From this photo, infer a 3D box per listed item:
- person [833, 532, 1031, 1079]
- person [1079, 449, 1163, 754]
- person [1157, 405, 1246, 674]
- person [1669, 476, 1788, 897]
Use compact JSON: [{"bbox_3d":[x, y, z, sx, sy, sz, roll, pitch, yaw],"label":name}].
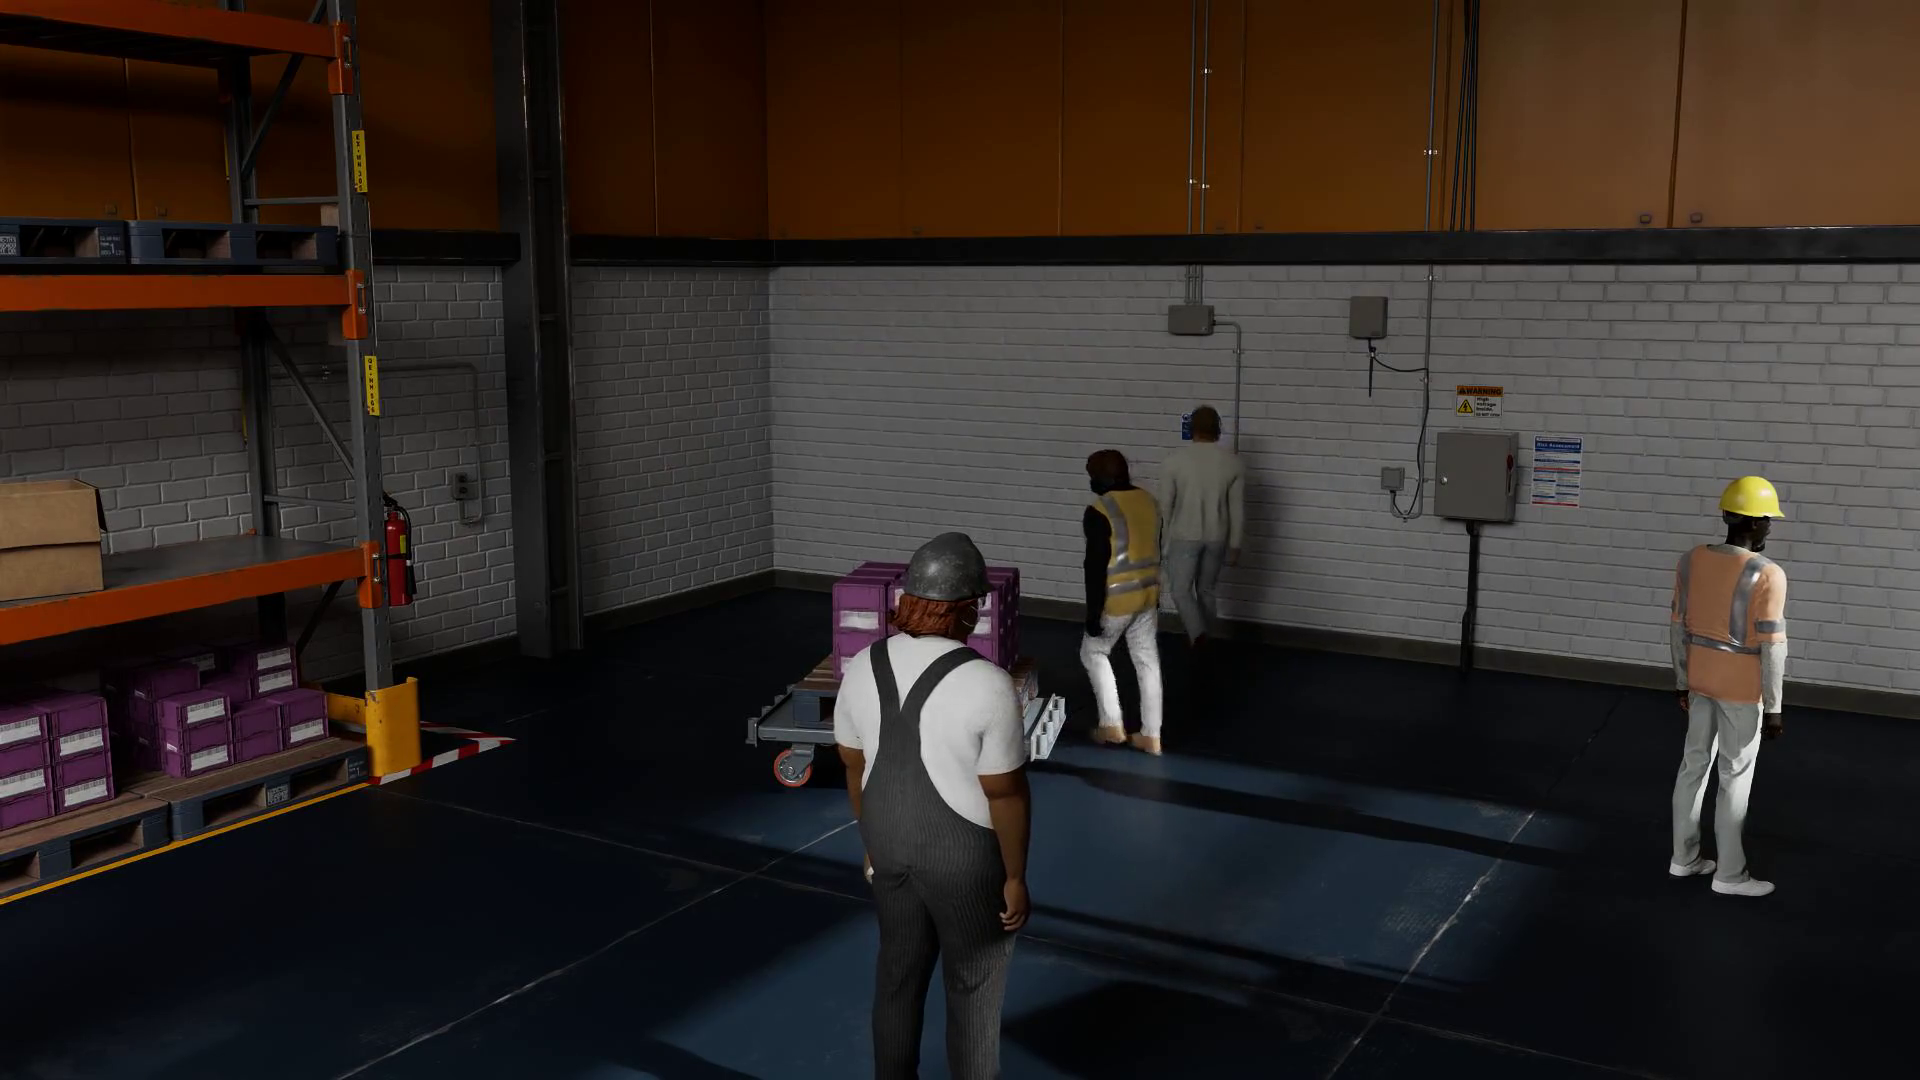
[{"bbox_3d":[-0.025,0.976,5.328,0.689,2.000,0.539,7,11,36],"label":"person"},{"bbox_3d":[0.955,0.364,9.875,0.726,1.801,0.615,-8,12,-42],"label":"person"},{"bbox_3d":[1.724,0.005,11.787,0.634,1.916,0.749,-2,9,-10],"label":"person"},{"bbox_3d":[3.538,0.663,7.635,0.381,1.924,0.593,-4,10,-22],"label":"person"}]
